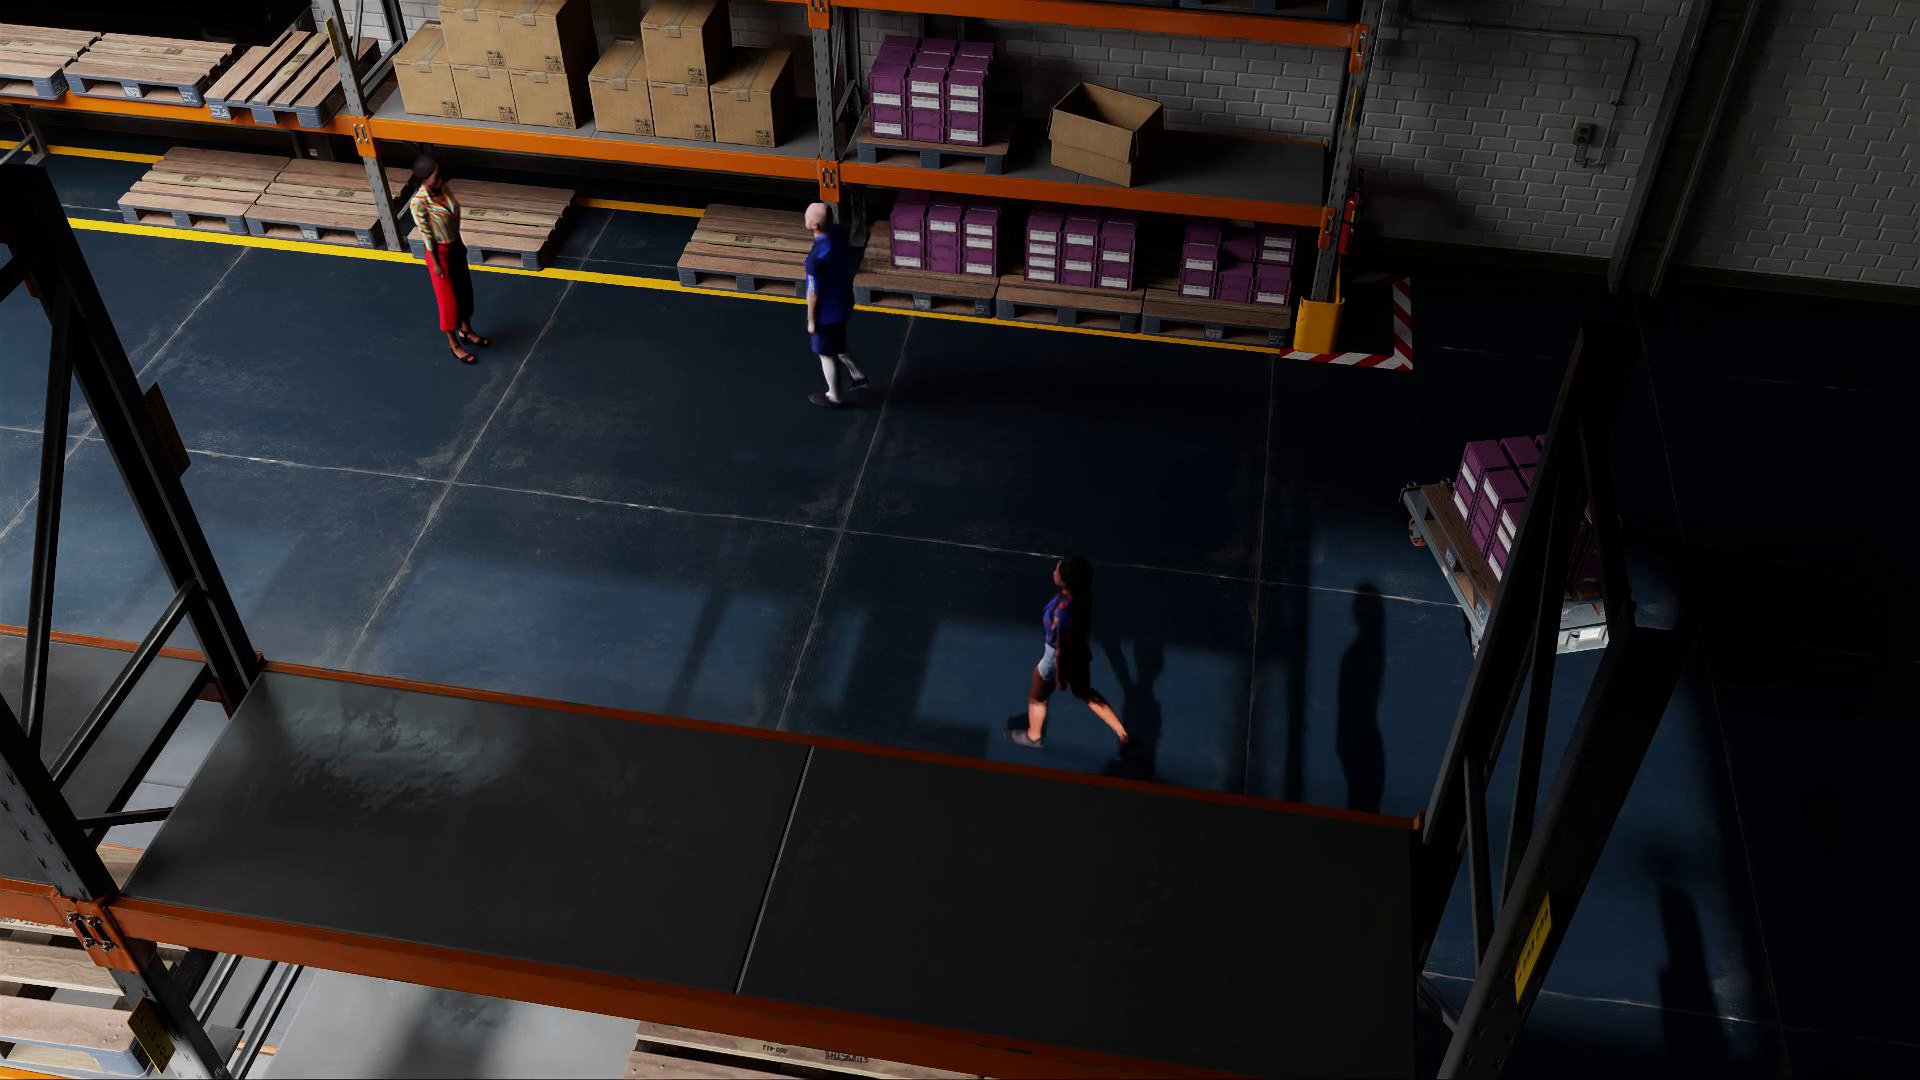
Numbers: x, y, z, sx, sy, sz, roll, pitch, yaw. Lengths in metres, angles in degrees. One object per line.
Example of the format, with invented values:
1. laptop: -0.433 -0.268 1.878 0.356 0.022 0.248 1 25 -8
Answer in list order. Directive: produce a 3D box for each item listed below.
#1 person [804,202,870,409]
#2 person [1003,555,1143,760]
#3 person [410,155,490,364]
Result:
1. person: -0.906 -1.734 12.494 0.769 1.833 0.744 15 46 15
2. person: 0.720 0.742 9.982 1.170 1.712 0.820 20 47 20
3. person: -4.018 -2.204 13.016 0.571 1.794 0.625 13 45 13
